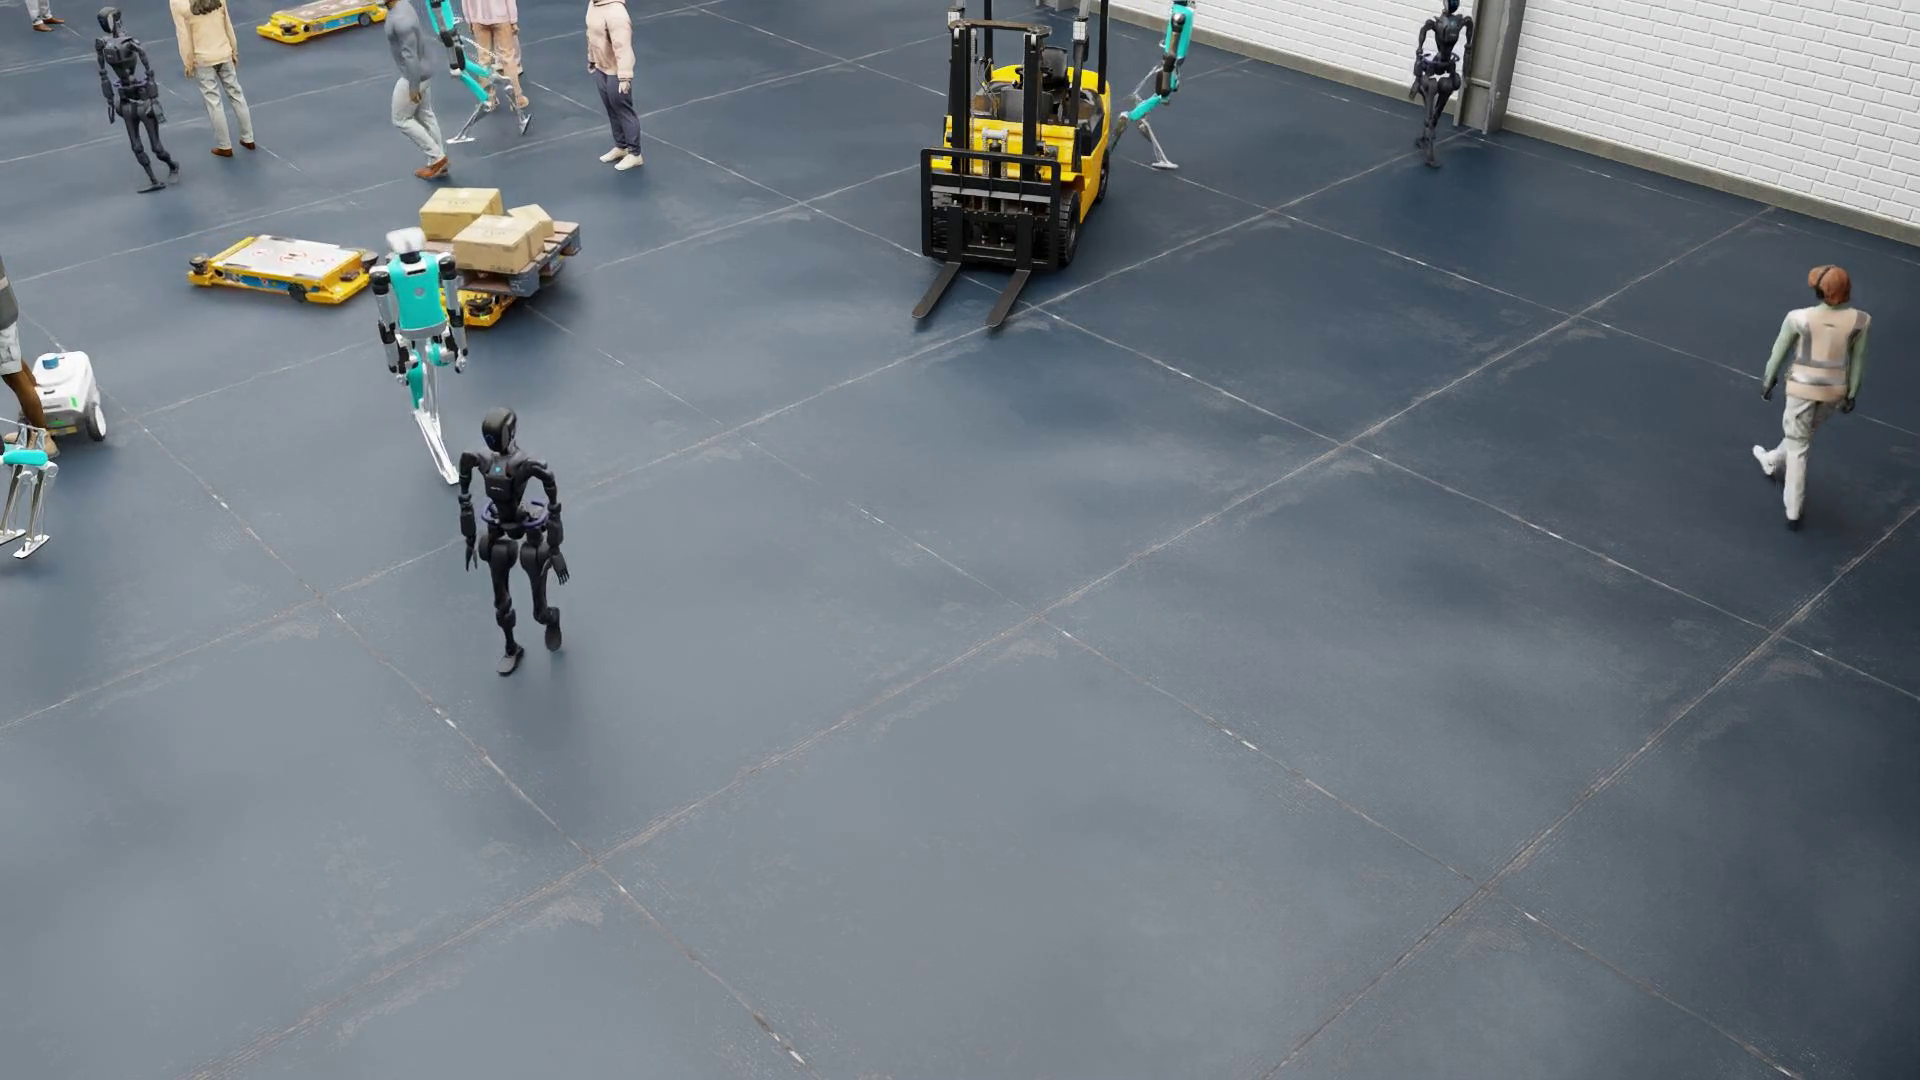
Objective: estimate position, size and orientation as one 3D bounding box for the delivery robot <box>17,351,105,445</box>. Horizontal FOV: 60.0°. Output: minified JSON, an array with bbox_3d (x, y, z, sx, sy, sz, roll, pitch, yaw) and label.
[{"bbox_3d":[-6.178,-0.977,11.430,0.499,0.613,0.817,-10,34,-15],"label":"delivery robot"}]

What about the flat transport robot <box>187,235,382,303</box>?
[{"bbox_3d":[-5.500,-2.216,13.580,1.431,0.231,0.659,10,34,15],"label":"flat transport robot"}]

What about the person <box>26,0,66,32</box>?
[{"bbox_3d":[-10.808,-6.766,19.315,0.321,1.641,0.475,0,33,-1],"label":"person"}]

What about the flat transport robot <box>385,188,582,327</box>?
[{"bbox_3d":[-3.799,-2.129,13.445,0.659,0.231,1.431,7,34,11],"label":"flat transport robot"}]

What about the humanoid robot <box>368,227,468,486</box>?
[{"bbox_3d":[-3.536,-1.283,10.864,0.532,1.769,1.037,-17,37,-25],"label":"humanoid robot"}]

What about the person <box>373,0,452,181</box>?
[{"bbox_3d":[-4.999,-4.198,15.113,0.444,1.919,0.659,-6,34,-9],"label":"person"}]

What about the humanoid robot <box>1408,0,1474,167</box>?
[{"bbox_3d":[4.542,-4.375,15.655,0.608,1.625,0.789,-6,34,-9],"label":"humanoid robot"}]

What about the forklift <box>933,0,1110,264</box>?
[{"bbox_3d":[0.570,-3.725,14.138,1.214,2.155,2.313,9,34,13],"label":"forklift"}]

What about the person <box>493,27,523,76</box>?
[{"bbox_3d":[-4.988,-5.846,17.786,0.531,1.767,0.309,23,39,31],"label":"person"}]

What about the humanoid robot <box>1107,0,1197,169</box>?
[{"bbox_3d":[1.682,-4.266,15.410,0.930,1.802,0.557,10,34,15],"label":"humanoid robot"}]

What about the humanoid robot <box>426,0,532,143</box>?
[{"bbox_3d":[-4.592,-4.692,16.059,0.965,1.760,0.531,-8,34,-11],"label":"humanoid robot"}]

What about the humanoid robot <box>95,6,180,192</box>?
[{"bbox_3d":[-7.420,-3.985,15.027,0.610,1.640,0.490,8,34,12],"label":"humanoid robot"}]

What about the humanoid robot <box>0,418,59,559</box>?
[{"bbox_3d":[-5.703,-0.699,9.784,0.533,1.672,0.735,15,36,21],"label":"humanoid robot"}]

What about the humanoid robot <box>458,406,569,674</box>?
[{"bbox_3d":[-2.379,-0.030,8.926,0.590,1.638,0.428,4,33,6],"label":"humanoid robot"}]

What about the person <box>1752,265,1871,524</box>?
[{"bbox_3d":[5.303,-0.943,10.401,0.527,1.583,0.843,4,33,6],"label":"person"}]

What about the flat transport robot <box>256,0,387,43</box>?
[{"bbox_3d":[-7.502,-6.171,19.658,0.659,0.231,1.431,23,40,31],"label":"flat transport robot"}]

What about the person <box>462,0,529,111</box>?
[{"bbox_3d":[-4.739,-5.234,16.828,0.539,1.781,0.398,0,33,0],"label":"person"}]

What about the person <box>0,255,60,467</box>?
[{"bbox_3d":[-6.298,-1.453,10.779,0.365,2.048,0.606,-15,36,-22],"label":"person"}]

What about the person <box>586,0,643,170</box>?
[{"bbox_3d":[-3.221,-4.400,15.484,0.429,1.859,0.793,-20,38,-28],"label":"person"}]

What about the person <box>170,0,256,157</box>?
[{"bbox_3d":[-7.078,-4.562,15.715,0.394,1.876,0.553,24,40,32],"label":"person"}]
